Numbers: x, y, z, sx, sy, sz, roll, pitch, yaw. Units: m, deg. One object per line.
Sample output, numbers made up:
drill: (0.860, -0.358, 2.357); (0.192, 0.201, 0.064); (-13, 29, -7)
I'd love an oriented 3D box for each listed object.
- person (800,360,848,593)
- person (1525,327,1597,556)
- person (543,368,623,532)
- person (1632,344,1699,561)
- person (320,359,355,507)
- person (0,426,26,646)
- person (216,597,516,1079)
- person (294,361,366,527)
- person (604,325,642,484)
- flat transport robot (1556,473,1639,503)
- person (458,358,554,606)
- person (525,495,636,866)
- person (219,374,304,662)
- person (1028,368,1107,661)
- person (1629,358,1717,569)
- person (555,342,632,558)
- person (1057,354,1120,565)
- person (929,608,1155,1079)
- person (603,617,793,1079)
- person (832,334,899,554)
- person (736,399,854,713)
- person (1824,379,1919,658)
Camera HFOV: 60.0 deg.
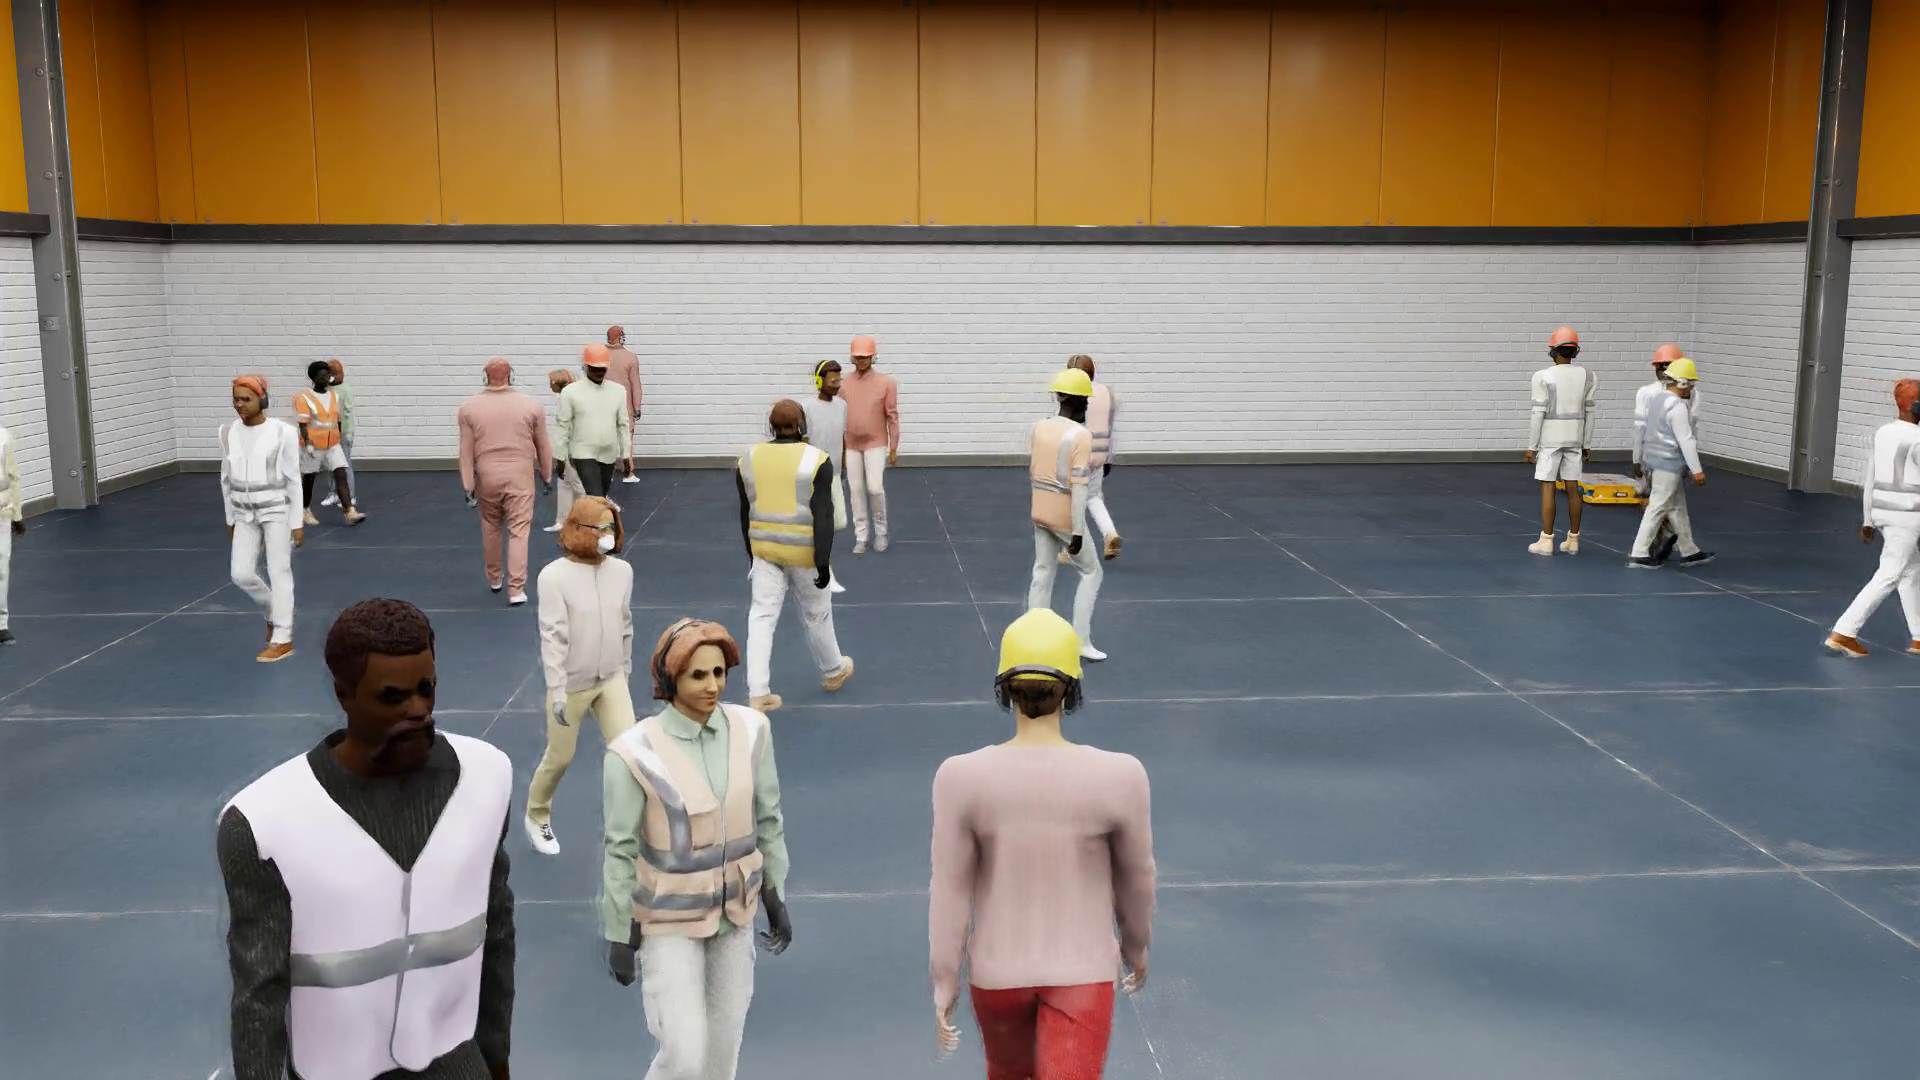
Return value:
person: (-1.119, -0.517, 13.231); (0.513, 1.846, 0.591); (-8, 12, -42)
person: (5.352, -0.880, 14.881); (0.615, 2.040, 0.391); (-2, 9, -10)
person: (-3.677, -0.866, 16.135); (0.700, 1.608, 0.536); (-2, 9, -11)
person: (6.088, -0.729, 14.337); (0.548, 1.918, 0.674); (0, 9, 0)
person: (-6.680, -1.146, 17.889); (0.516, 1.606, 0.407); (3, 10, 20)
person: (-6.682, -0.188, 11.250); (0.580, 1.811, 0.599); (7, 11, 36)
person: (-1.108, 1.047, 3.233); (0.611, 1.902, 0.477); (-8, 12, -42)
person: (-6.276, -0.937, 16.449); (0.890, 1.644, 0.545); (7, 11, 37)
person: (-4.112, -1.620, 19.985); (0.640, 1.902, 0.402); (2, 9, 11)
flat transport robot: (7.188, -0.587, 18.584); (0.652, 0.197, 1.431); (1, 9, 5)
person: (-3.486, -0.464, 12.844); (0.666, 1.864, 0.958); (-1, 9, -8)
person: (-1.583, 0.595, 6.995); (0.825, 1.597, 0.508); (8, 12, 42)
person: (-4.502, -0.144, 10.806); (0.594, 1.868, 0.471); (1, 9, 9)
person: (0.691, -0.146, 10.713); (0.625, 1.905, 0.608); (-7, 11, -37)
person: (6.081, -0.632, 14.115); (0.732, 1.804, 0.606); (2, 9, 10)
person: (-3.189, -0.751, 14.429); (0.617, 1.943, 1.040); (-7, 11, -37)
person: (1.067, -0.676, 14.249); (0.646, 1.827, 0.583); (-7, 11, -36)
person: (0.192, 1.020, 3.978); (0.524, 1.716, 0.936); (2, 9, 12)
person: (-0.677, 1.005, 4.361); (0.361, 1.627, 0.516); (9, 13, 44)
person: (-0.871, -0.849, 14.911); (0.619, 1.979, 0.439); (2, 9, 14)
person: (-0.976, 0.072, 9.714); (0.630, 1.781, 0.992); (3, 10, 20)
person: (6.138, -0.136, 10.874); (0.921, 1.849, 0.583); (0, 9, 1)
